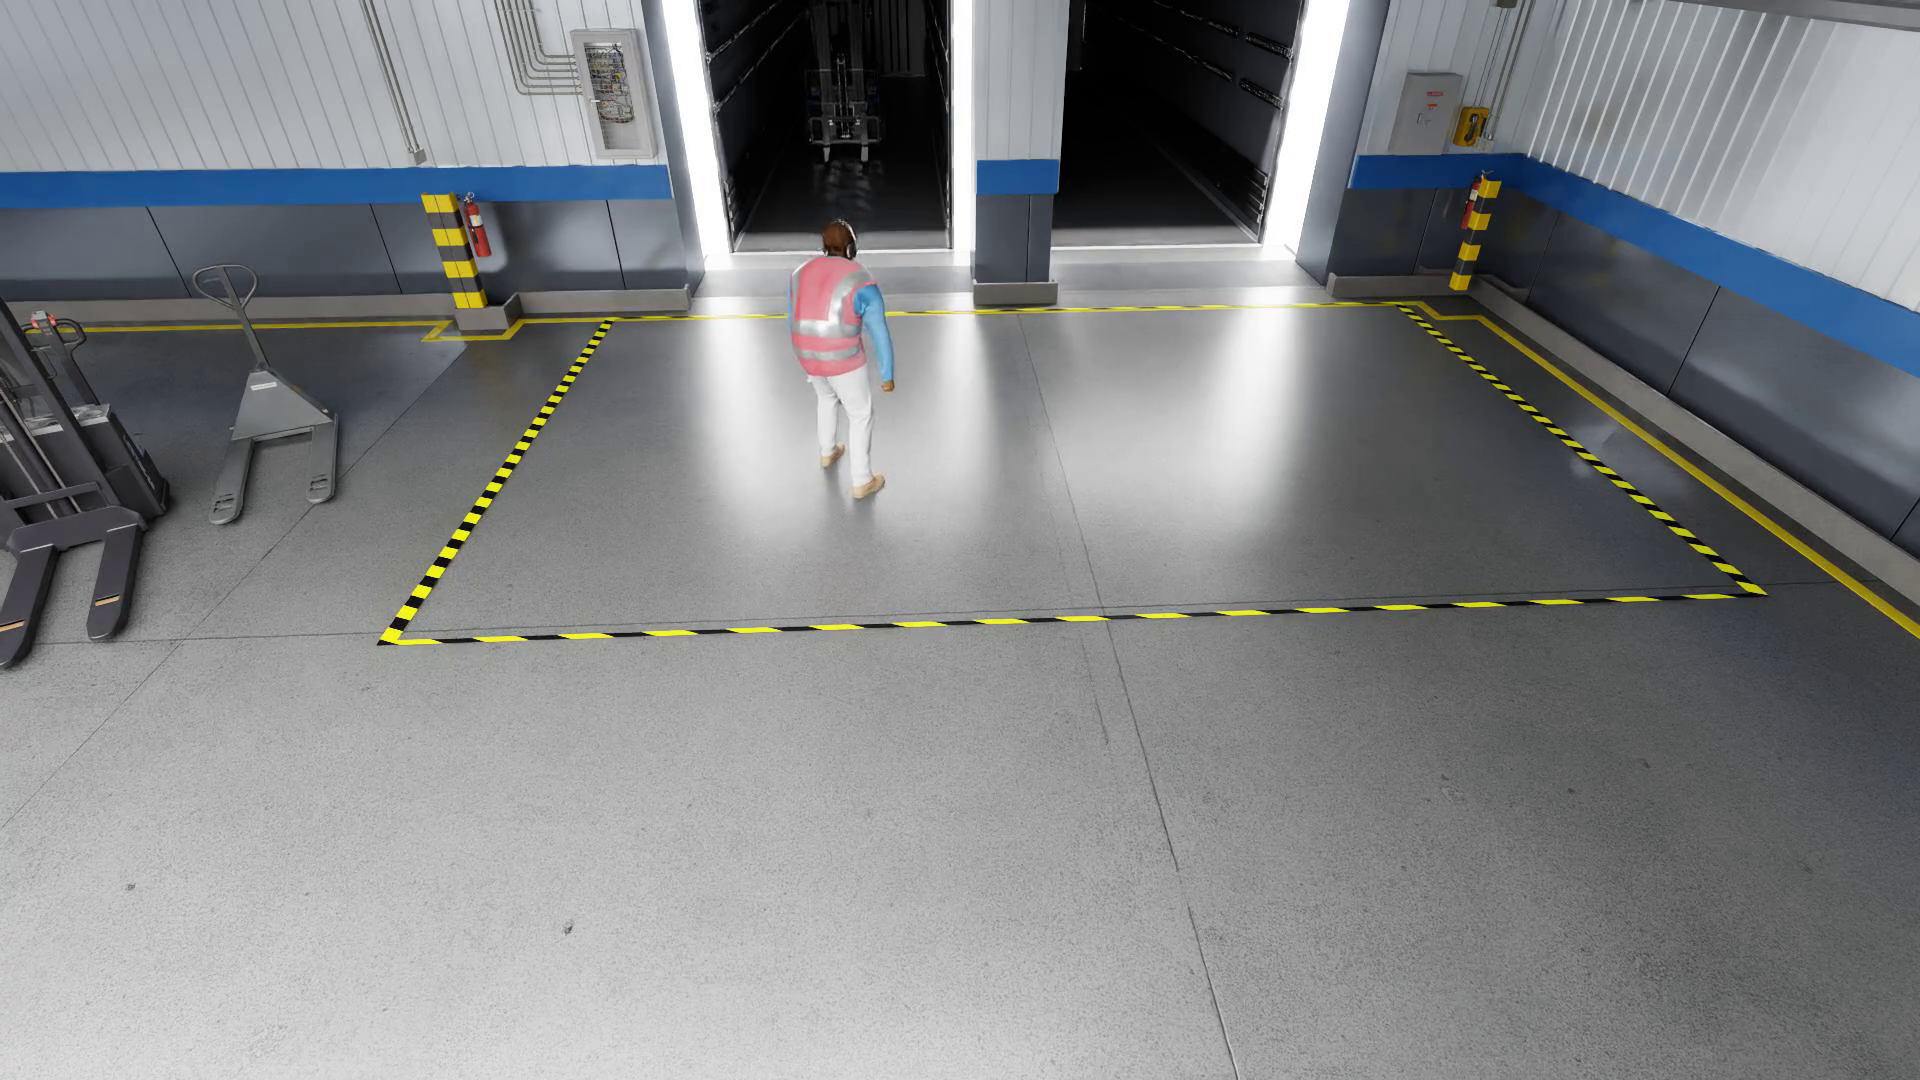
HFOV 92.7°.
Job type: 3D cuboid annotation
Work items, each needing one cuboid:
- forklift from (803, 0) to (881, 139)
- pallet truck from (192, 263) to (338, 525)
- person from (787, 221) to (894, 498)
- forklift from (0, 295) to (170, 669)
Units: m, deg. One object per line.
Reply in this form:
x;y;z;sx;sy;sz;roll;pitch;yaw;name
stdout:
-1.882;-7.732;14.788;1.157;2.036;2.680;-3;35;-4;forklift
-4.778;-1.027;6.128;0.680;1.201;1.601;-17;38;-23;pallet truck
-0.790;-1.183;6.007;0.811;1.648;0.693;16;38;21;person
-5.212;-0.618;4.878;0.823;1.965;1.885;-20;39;-26;forklift
